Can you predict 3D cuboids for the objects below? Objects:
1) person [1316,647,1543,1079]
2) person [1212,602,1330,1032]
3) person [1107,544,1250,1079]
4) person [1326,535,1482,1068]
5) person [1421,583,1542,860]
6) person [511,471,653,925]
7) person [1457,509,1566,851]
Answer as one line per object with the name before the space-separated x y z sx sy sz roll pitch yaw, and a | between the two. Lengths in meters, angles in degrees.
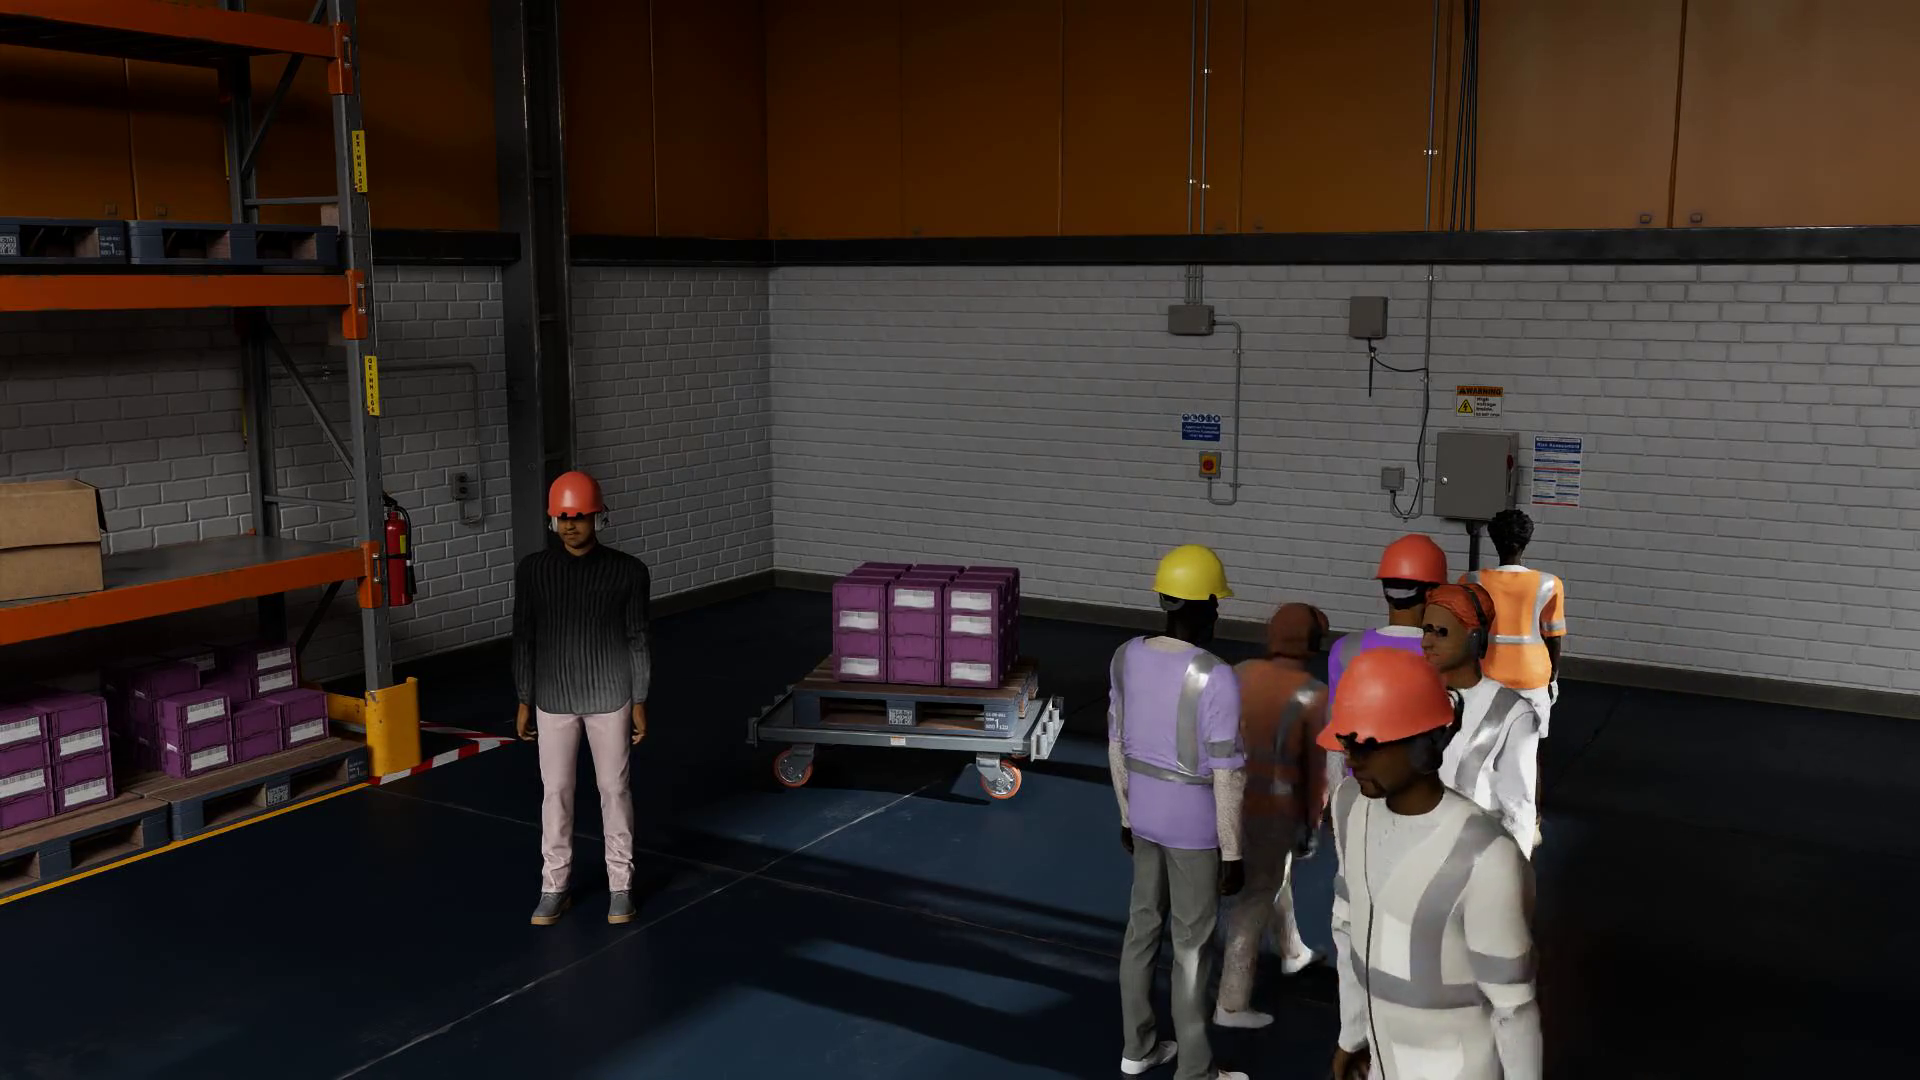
person | 1.171 1.216 3.945 0.759 2.008 0.622 -3 10 -18
person | 1.232 1.029 6.429 0.884 1.569 0.524 -7 11 -36
person | 0.762 0.967 5.737 0.367 1.927 0.590 -7 12 -38
person | 1.572 0.940 5.905 0.543 1.928 0.374 5 10 26
person | 1.544 1.062 5.283 0.354 1.883 0.573 -5 10 -29
person | -1.647 0.689 7.261 0.611 1.995 0.375 0 9 -3
person | 2.688 0.692 8.187 0.531 1.693 0.320 2 9 15
